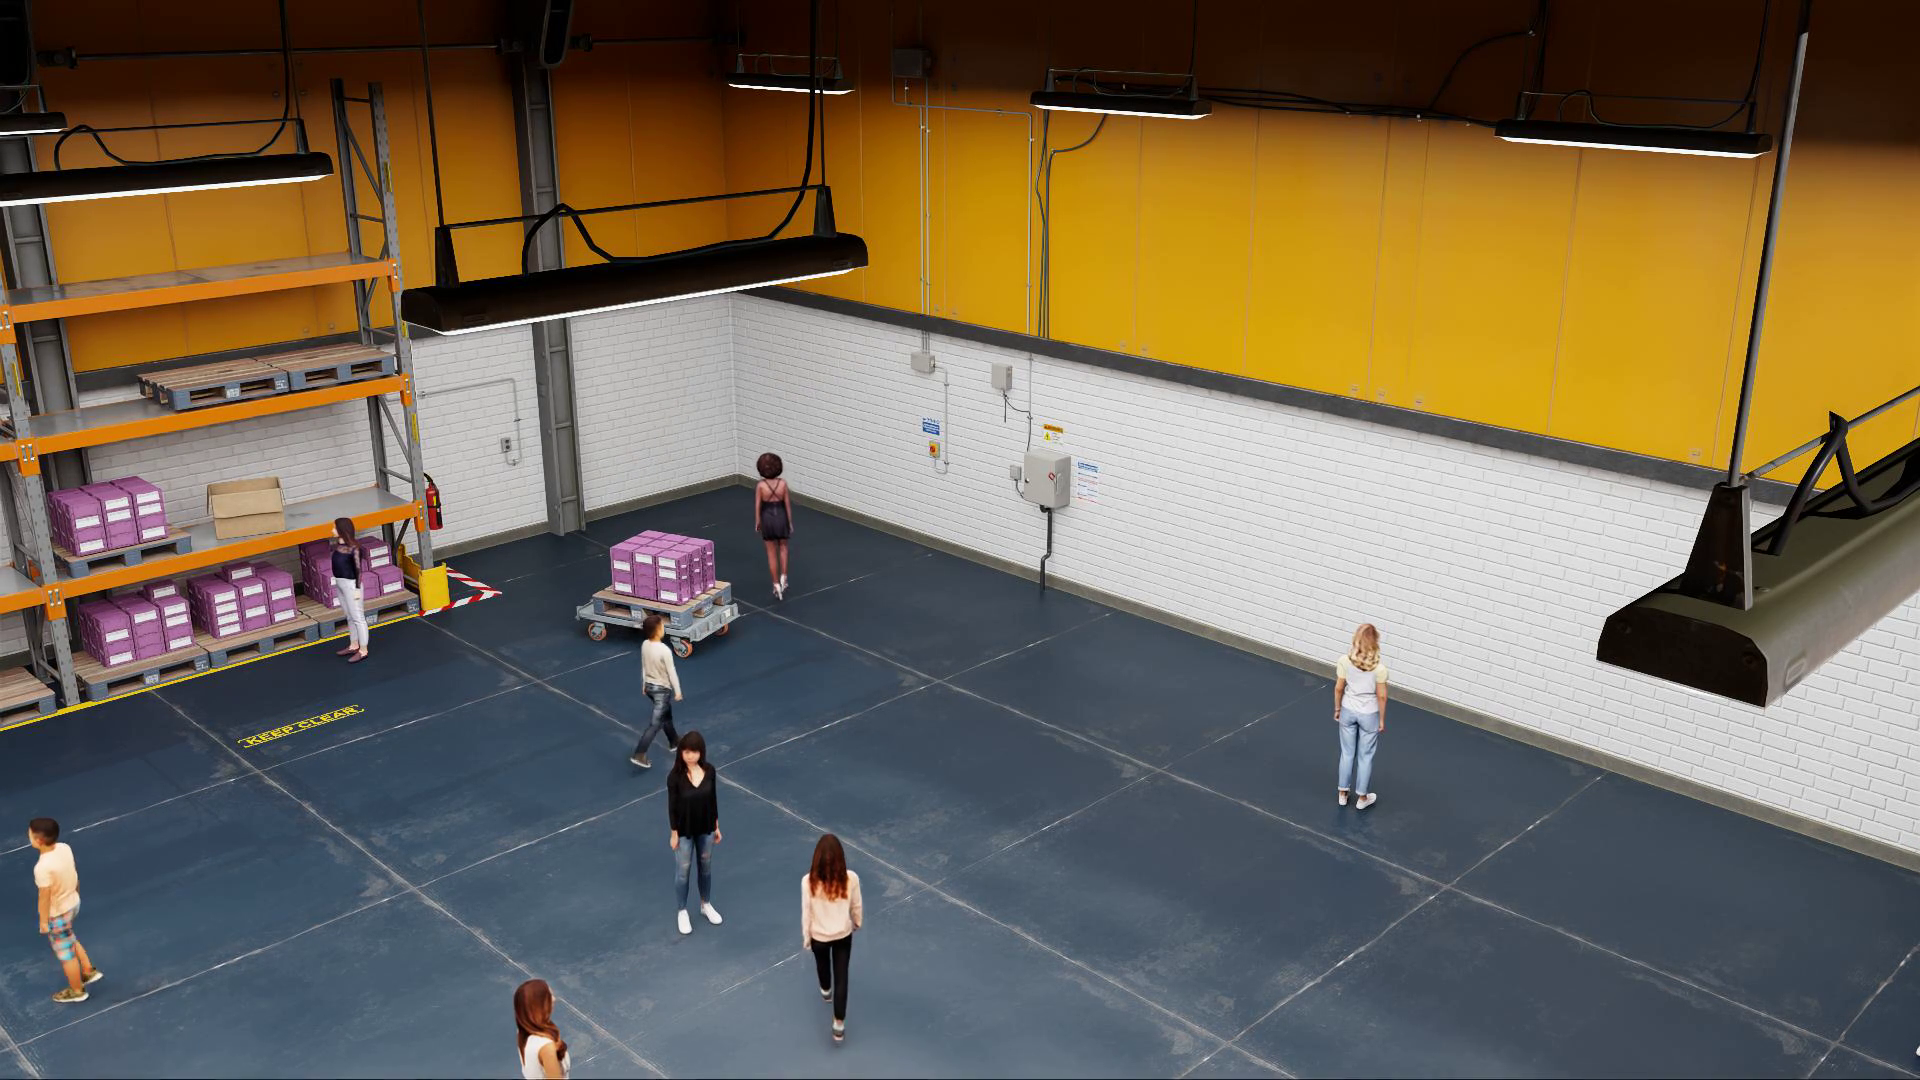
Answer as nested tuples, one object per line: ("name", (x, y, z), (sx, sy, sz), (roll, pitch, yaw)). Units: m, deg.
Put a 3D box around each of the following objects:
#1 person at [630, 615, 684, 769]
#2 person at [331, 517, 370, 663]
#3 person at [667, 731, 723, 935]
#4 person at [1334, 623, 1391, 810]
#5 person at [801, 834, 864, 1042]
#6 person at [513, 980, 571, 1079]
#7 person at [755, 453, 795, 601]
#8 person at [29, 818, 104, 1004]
("person", (-2.866, 1.430, 15.524), (0.607, 1.442, 1.006), (15, 24, 38))
("person", (-6.605, 0.524, 17.958), (0.531, 1.607, 0.598), (-17, 25, -40))
("person", (-2.060, 2.221, 12.862), (0.538, 1.643, 0.670), (-10, 21, -28))
("person", (3.541, 1.553, 14.716), (0.684, 1.724, 0.635), (10, 21, 28))
("person", (-0.884, 2.771, 11.540), (0.977, 1.445, 0.983), (-2, 19, -7))
("person", (-2.359, 3.290, 9.464), (0.569, 1.785, 0.617), (-13, 23, -34))
("person", (-2.173, -0.132, 19.644), (0.745, 1.773, 0.804), (-5, 19, -15))
("person", (-6.369, 2.643, 11.902), (0.722, 1.456, 0.663), (0, 19, 1))
